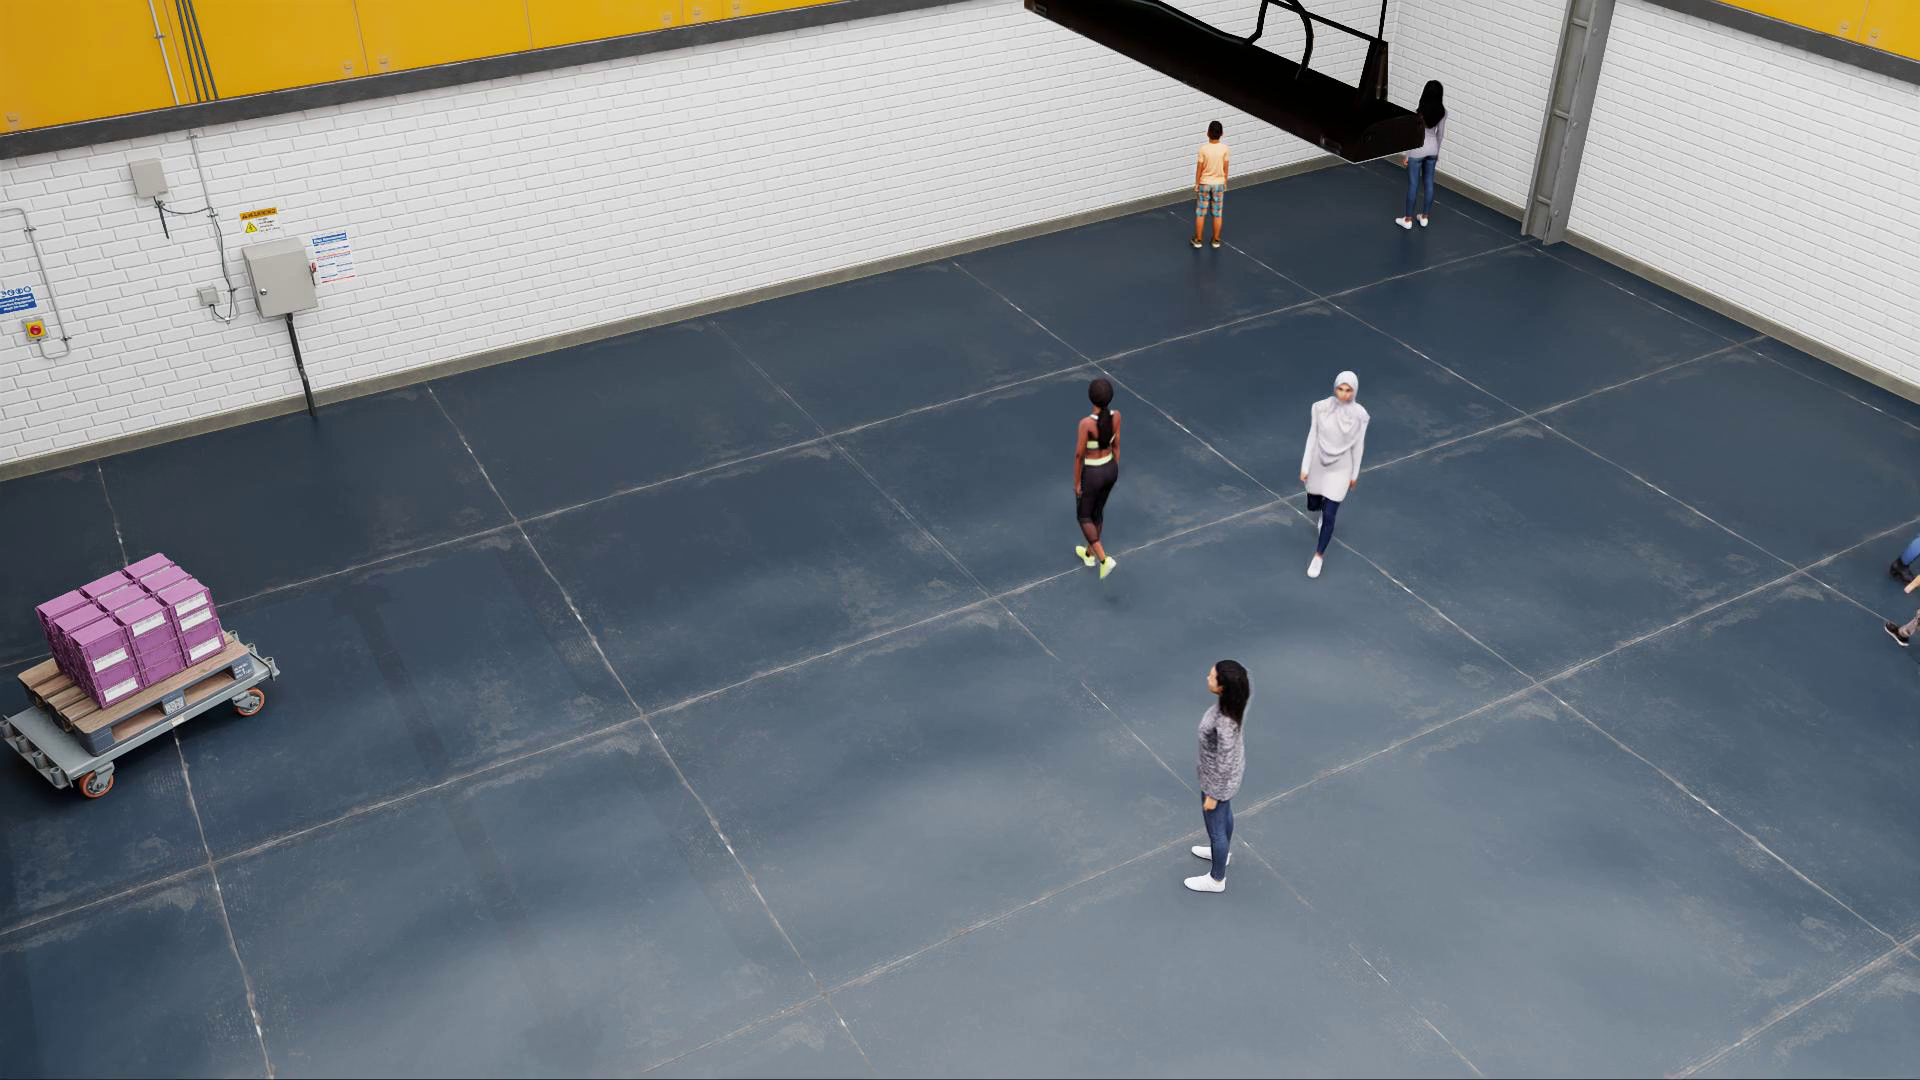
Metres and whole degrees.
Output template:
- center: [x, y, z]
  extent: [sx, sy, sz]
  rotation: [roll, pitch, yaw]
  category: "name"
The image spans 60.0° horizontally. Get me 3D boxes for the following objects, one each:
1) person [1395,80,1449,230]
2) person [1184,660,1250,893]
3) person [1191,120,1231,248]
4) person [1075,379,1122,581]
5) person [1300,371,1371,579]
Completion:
- center: [5.366, -4.461, 19.241]
  extent: [0.660, 1.735, 0.608]
  rotation: [-9, 35, -13]
  category: "person"
- center: [1.620, 1.455, 10.344]
  extent: [0.740, 1.731, 0.686]
  rotation: [9, 35, 14]
  category: "person"
- center: [2.856, -4.028, 18.841]
  extent: [0.589, 1.458, 0.620]
  rotation: [1, 34, 1]
  category: "person"
- center: [1.123, -0.453, 13.208]
  extent: [0.613, 1.739, 0.927]
  rotation: [-14, 36, -20]
  category: "person"
- center: [2.995, -0.598, 13.408]
  extent: [1.034, 1.759, 1.010]
  rotation: [15, 36, 21]
  category: "person"
